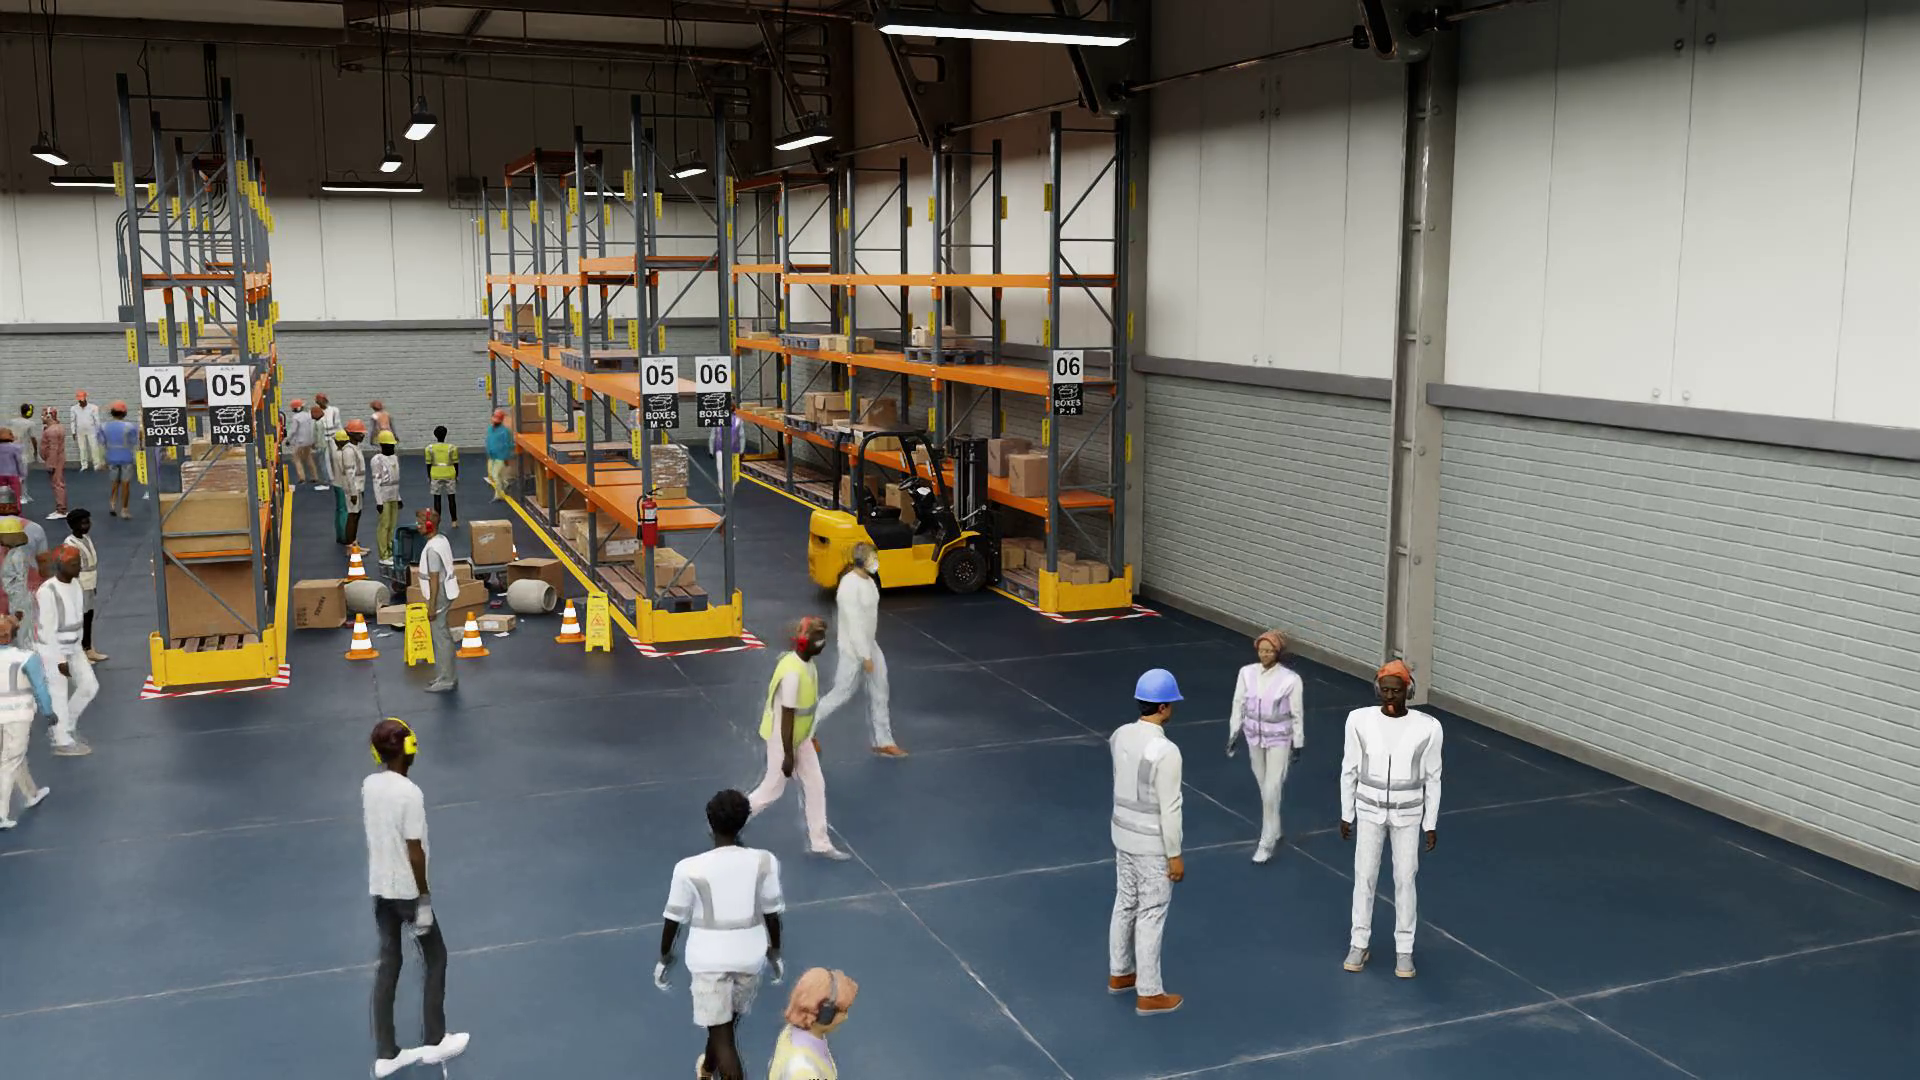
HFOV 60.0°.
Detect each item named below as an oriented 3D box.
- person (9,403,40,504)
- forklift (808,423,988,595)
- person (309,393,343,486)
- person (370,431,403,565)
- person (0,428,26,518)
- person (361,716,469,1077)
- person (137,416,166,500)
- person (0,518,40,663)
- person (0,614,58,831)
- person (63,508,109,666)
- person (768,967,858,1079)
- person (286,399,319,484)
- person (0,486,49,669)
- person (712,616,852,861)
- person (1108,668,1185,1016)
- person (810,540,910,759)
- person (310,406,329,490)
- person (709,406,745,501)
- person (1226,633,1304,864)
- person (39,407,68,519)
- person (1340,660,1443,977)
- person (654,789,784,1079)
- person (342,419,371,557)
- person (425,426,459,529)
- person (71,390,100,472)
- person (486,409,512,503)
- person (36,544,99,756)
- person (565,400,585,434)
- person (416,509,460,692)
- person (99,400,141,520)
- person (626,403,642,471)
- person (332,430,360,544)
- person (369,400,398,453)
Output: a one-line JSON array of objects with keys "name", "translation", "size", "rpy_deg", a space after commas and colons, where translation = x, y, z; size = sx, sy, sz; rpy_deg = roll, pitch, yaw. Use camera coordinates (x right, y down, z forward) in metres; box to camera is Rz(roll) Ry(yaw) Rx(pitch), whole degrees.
[{"name": "person", "translation": [-16.979, -1.570, 30.177], "size": [0.514, 1.826, 0.694], "rpy_deg": [2, 9, 14]}, {"name": "forklift", "translation": [-0.830, -0.399, 21.676], "size": [2.313, 2.155, 1.214], "rpy_deg": [-4, 10, -21]}, {"name": "person", "translation": [-12.361, -1.948, 32.520], "size": [0.625, 1.843, 0.783], "rpy_deg": [-4, 10, -21]}, {"name": "person", "translation": [-8.180, -0.606, 23.819], "size": [0.366, 1.927, 0.591], "rpy_deg": [2, 9, 11]}, {"name": "person", "translation": [-15.727, -1.037, 27.487], "size": [0.503, 1.628, 0.277], "rpy_deg": [0, 9, 0]}, {"name": "person", "translation": [-2.910, 1.844, 8.706], "size": [0.554, 1.829, 0.602], "rpy_deg": [6, 11, 31]}, {"name": "person", "translation": [-14.929, -1.657, 30.683], "size": [0.553, 1.843, 0.632], "rpy_deg": [-1, 9, -6]}, {"name": "person", "translation": [-9.379, 0.643, 16.533], "size": [0.297, 1.744, 0.487], "rpy_deg": [-7, 11, -36]}, {"name": "person", "translation": [-7.164, 1.348, 12.578], "size": [0.516, 1.589, 0.876], "rpy_deg": [1, 9, 8]}, {"name": "person", "translation": [-9.302, 0.501, 17.605], "size": [0.320, 1.687, 0.537], "rpy_deg": [-1, 9, -7]}, {"name": "person", "translation": [-0.582, 2.355, 6.133], "size": [0.409, 1.619, 0.581], "rpy_deg": [-1, 9, -7]}, {"name": "person", "translation": [-13.015, -1.945, 32.903], "size": [0.449, 1.714, 0.576], "rpy_deg": [1, 9, 8]}, {"name": "person", "translation": [-9.609, 0.447, 16.833], "size": [0.687, 2.000, 0.536], "rpy_deg": [-7, 11, -36]}, {"name": "person", "translation": [-1.281, 1.399, 11.707], "size": [0.942, 1.783, 0.585], "rpy_deg": [2, 9, 12]}, {"name": "person", "translation": [1.068, 1.683, 9.392], "size": [0.420, 1.940, 0.611], "rpy_deg": [-4, 10, -24]}, {"name": "person", "translation": [-0.937, 0.935, 14.234], "size": [0.958, 1.908, 0.628], "rpy_deg": [3, 10, 20]}, {"name": "person", "translation": [-12.377, -1.778, 32.143], "size": [0.277, 1.627, 0.502], "rpy_deg": [-4, 10, -22]}, {"name": "person", "translation": [-4.333, -1.659, 30.937], "size": [0.646, 1.798, 0.925], "rpy_deg": [-2, 9, -11]}, {"name": "person", "translation": [2.141, 1.458, 11.790], "size": [0.512, 1.611, 0.775], "rpy_deg": [8, 12, 41]}, {"name": "person", "translation": [-15.436, -1.309, 28.310], "size": [0.407, 1.908, 0.644], "rpy_deg": [-4, 10, -21]}, {"name": "person", "translation": [2.534, 1.638, 9.831], "size": [0.578, 1.883, 0.353], "rpy_deg": [3, 10, 19]}, {"name": "person", "translation": [-1.170, 2.034, 8.081], "size": [0.595, 1.638, 0.840], "rpy_deg": [-5, 10, -29]}, {"name": "person", "translation": [-8.875, -0.761, 24.482], "size": [0.412, 2.034, 0.602], "rpy_deg": [-2, 9, -11]}, {"name": "person", "translation": [-8.432, -1.018, 27.133], "size": [0.533, 1.697, 0.318], "rpy_deg": [-3, 9, -16]}, {"name": "person", "translation": [-18.393, -2.284, 34.976], "size": [0.573, 1.738, 0.355], "rpy_deg": [-2, 9, -11]}, {"name": "person", "translation": [-8.389, -1.539, 30.342], "size": [0.573, 1.714, 0.497], "rpy_deg": [6, 11, 35]}, {"name": "person", "translation": [-7.646, 0.950, 14.214], "size": [0.417, 1.865, 0.592], "rpy_deg": [1, 9, 6]}, {"name": "person", "translation": [-7.885, -2.098, 34.124], "size": [0.285, 1.634, 0.499], "rpy_deg": [7, 11, 37]}, {"name": "person", "translation": [-5.185, 0.595, 16.560], "size": [0.388, 1.837, 0.560], "rpy_deg": [-2, 9, -13]}, {"name": "person", "translation": [-14.235, -1.357, 28.253], "size": [0.614, 2.021, 0.494], "rpy_deg": [-1, 9, -4]}, {"name": "person", "translation": [-6.411, -2.001, 32.946], "size": [0.405, 1.824, 0.586], "rpy_deg": [-3, 9, -17]}, {"name": "person", "translation": [-9.501, -0.817, 25.652], "size": [0.314, 1.769, 0.524], "rpy_deg": [-6, 11, -33]}, {"name": "person", "translation": [-11.797, -2.047, 33.877], "size": [0.732, 1.599, 0.579], "rpy_deg": [5, 10, 30]}]
